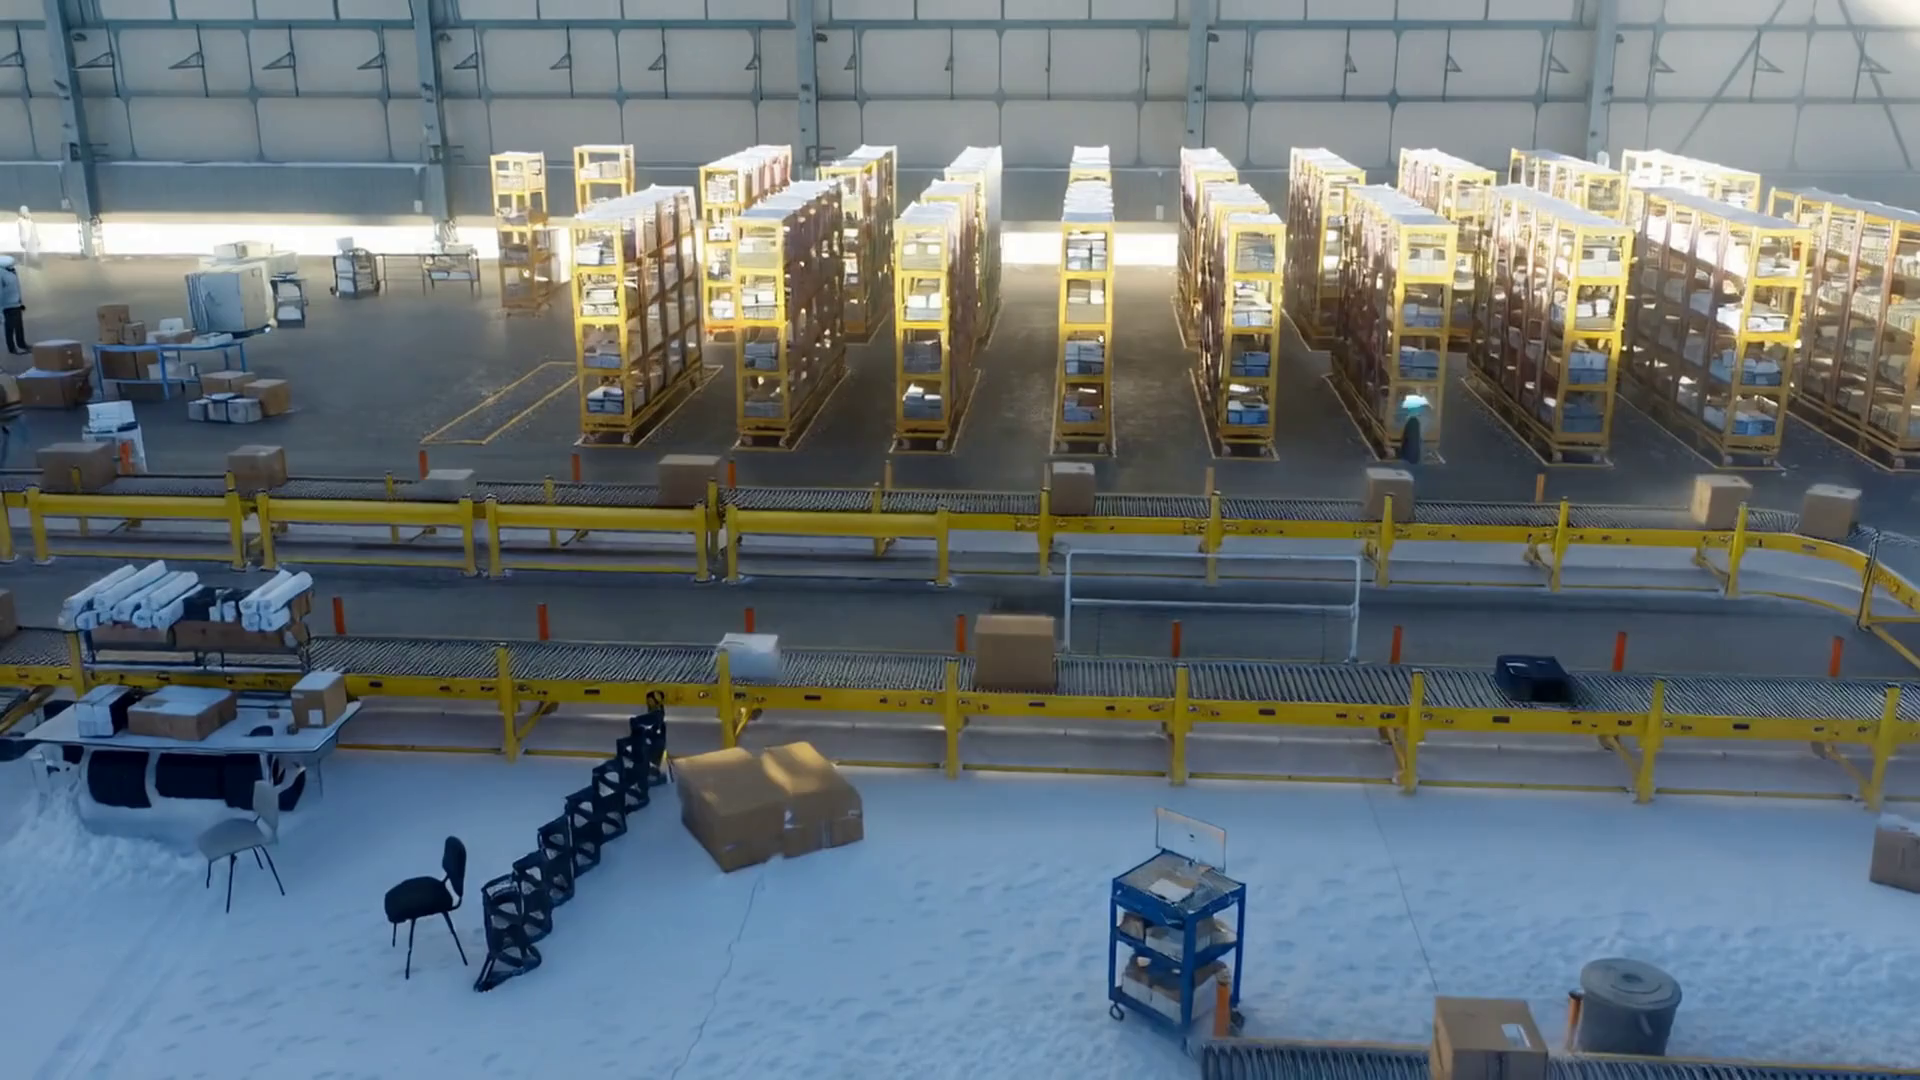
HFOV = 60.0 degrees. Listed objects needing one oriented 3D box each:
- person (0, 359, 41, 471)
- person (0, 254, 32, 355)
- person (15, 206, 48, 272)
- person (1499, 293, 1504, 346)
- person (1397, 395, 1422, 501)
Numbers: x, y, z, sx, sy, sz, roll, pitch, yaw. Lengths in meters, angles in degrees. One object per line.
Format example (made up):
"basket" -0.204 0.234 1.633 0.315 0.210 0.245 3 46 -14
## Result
"person" -13.939 -1.824 24.418 0.913 1.800 0.582 4 18 14
"person" -18.929 -4.709 33.234 0.379 1.996 0.611 3 18 10
"person" -24.568 -7.943 43.941 0.788 1.718 0.590 10 20 28
"person" 10.320 -4.088 31.554 0.671 1.818 0.572 3 18 10
"person" 5.878 -1.079 22.122 0.728 1.734 0.542 6 18 17
